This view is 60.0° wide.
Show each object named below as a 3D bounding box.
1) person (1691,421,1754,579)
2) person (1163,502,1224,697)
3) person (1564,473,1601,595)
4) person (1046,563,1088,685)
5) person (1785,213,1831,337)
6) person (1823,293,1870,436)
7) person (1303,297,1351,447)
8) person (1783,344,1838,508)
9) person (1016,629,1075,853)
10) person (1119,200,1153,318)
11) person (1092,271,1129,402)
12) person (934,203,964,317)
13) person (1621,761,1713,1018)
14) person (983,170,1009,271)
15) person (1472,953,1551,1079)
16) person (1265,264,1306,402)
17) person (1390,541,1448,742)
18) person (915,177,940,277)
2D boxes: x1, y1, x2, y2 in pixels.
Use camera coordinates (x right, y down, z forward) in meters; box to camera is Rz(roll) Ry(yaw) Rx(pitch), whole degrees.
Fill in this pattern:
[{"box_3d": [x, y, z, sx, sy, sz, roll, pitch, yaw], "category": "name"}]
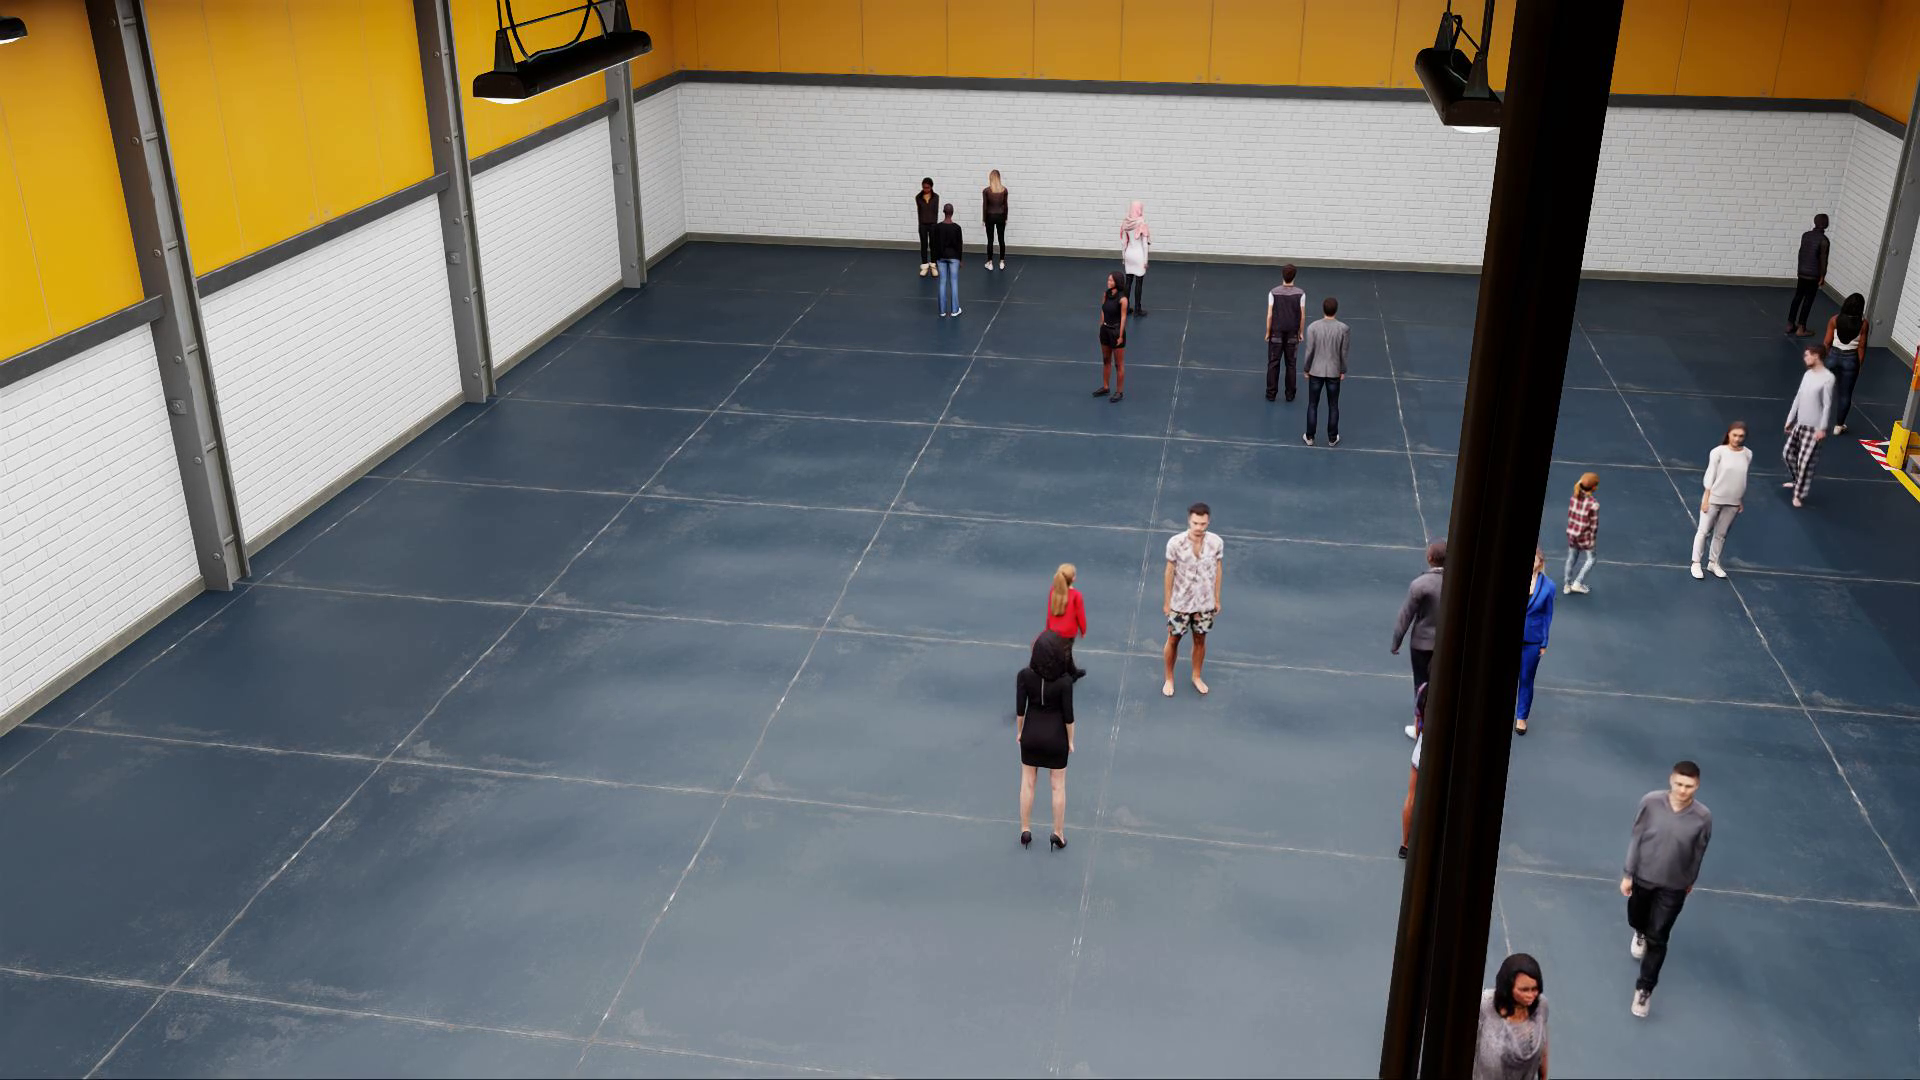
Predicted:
[{"box_3d": [7.790, -0.427, 16.998, 0.644, 1.688, 0.609, -1, 24, -3], "category": "person"}, {"box_3d": [2.045, 0.496, 14.729, 0.726, 1.815, 0.667, -3, 24, -6], "category": "person"}, {"box_3d": [6.171, -0.051, 16.622, 0.697, 1.301, 0.624, -12, 26, -25], "category": "person"}, {"box_3d": [0.894, 0.833, 14.658, 0.791, 1.254, 0.987, 18, 29, 35], "category": "person"}, {"box_3d": [12.764, -3.997, 24.982, 0.837, 1.835, 0.667, -6, 24, -13], "category": "person"}, {"box_3d": [11.116, -2.231, 20.975, 0.739, 1.809, 0.744, 16, 28, 32], "category": "person"}, {"box_3d": [4.517, -2.081, 20.549, 0.674, 1.874, 0.591, 5, 24, 11], "category": "person"}, {"box_3d": [9.644, -1.282, 18.801, 0.941, 1.811, 0.814, -13, 27, -26], "category": "person"}, {"box_3d": [0.628, 1.510, 12.419, 0.605, 1.806, 0.513, 7, 24, 15], "category": "person"}, {"box_3d": [2.733, -4.395, 25.933, 0.729, 1.803, 0.754, 19, 30, 37], "category": "person"}, {"box_3d": [2.046, -2.735, 22.213, 0.714, 1.741, 0.669, -18, 30, -36], "category": "person"}, {"box_3d": [-0.187, -4.382, 25.972, 0.593, 1.747, 0.534, 3, 24, 8], "category": "person"}, {"box_3d": [4.605, 2.195, 10.946, 0.883, 1.732, 1.176, 14, 27, 28], "category": "person"}, {"box_3d": [0.609, -5.520, 28.629, 0.670, 1.705, 0.637, -5, 24, -11], "category": "person"}, {"box_3d": [3.016, 2.948, 9.414, 0.831, 1.579, 1.030, -4, 24, -9], "category": "person"}, {"box_3d": [4.319, -2.761, 22.139, 0.650, 1.848, 0.577, 3, 24, 6], "category": "person"}, {"box_3d": [3.969, 0.895, 13.827, 0.854, 1.806, 0.849, -5, 24, -12], "category": "person"}, {"box_3d": [-0.542, -5.352, 28.301, 0.615, 1.659, 0.672, 1, 24, 2], "category": "person"}]
